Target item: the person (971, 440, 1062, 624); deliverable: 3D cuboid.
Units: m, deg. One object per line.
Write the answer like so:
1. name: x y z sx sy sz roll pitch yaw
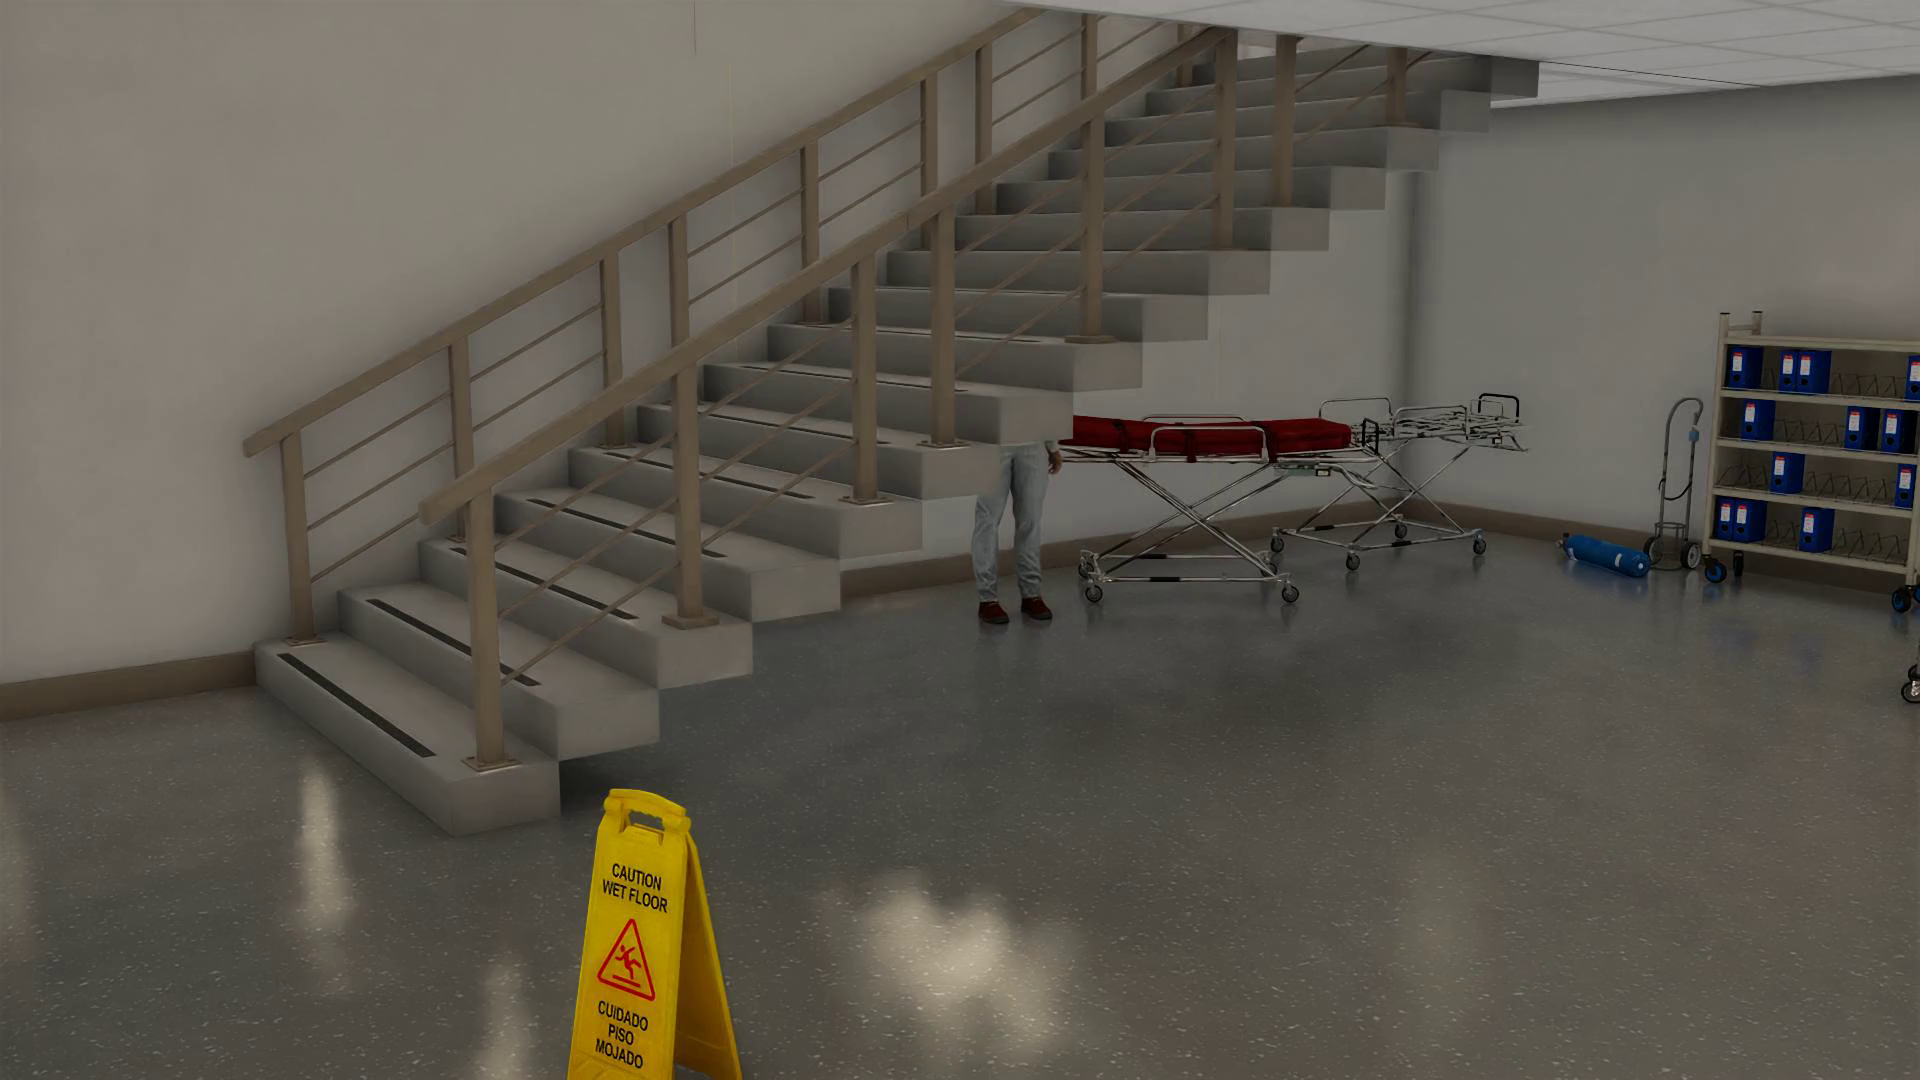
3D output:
1. person: 0.263 -0.505 9.090 0.637 1.933 0.389 -5 11 -27
